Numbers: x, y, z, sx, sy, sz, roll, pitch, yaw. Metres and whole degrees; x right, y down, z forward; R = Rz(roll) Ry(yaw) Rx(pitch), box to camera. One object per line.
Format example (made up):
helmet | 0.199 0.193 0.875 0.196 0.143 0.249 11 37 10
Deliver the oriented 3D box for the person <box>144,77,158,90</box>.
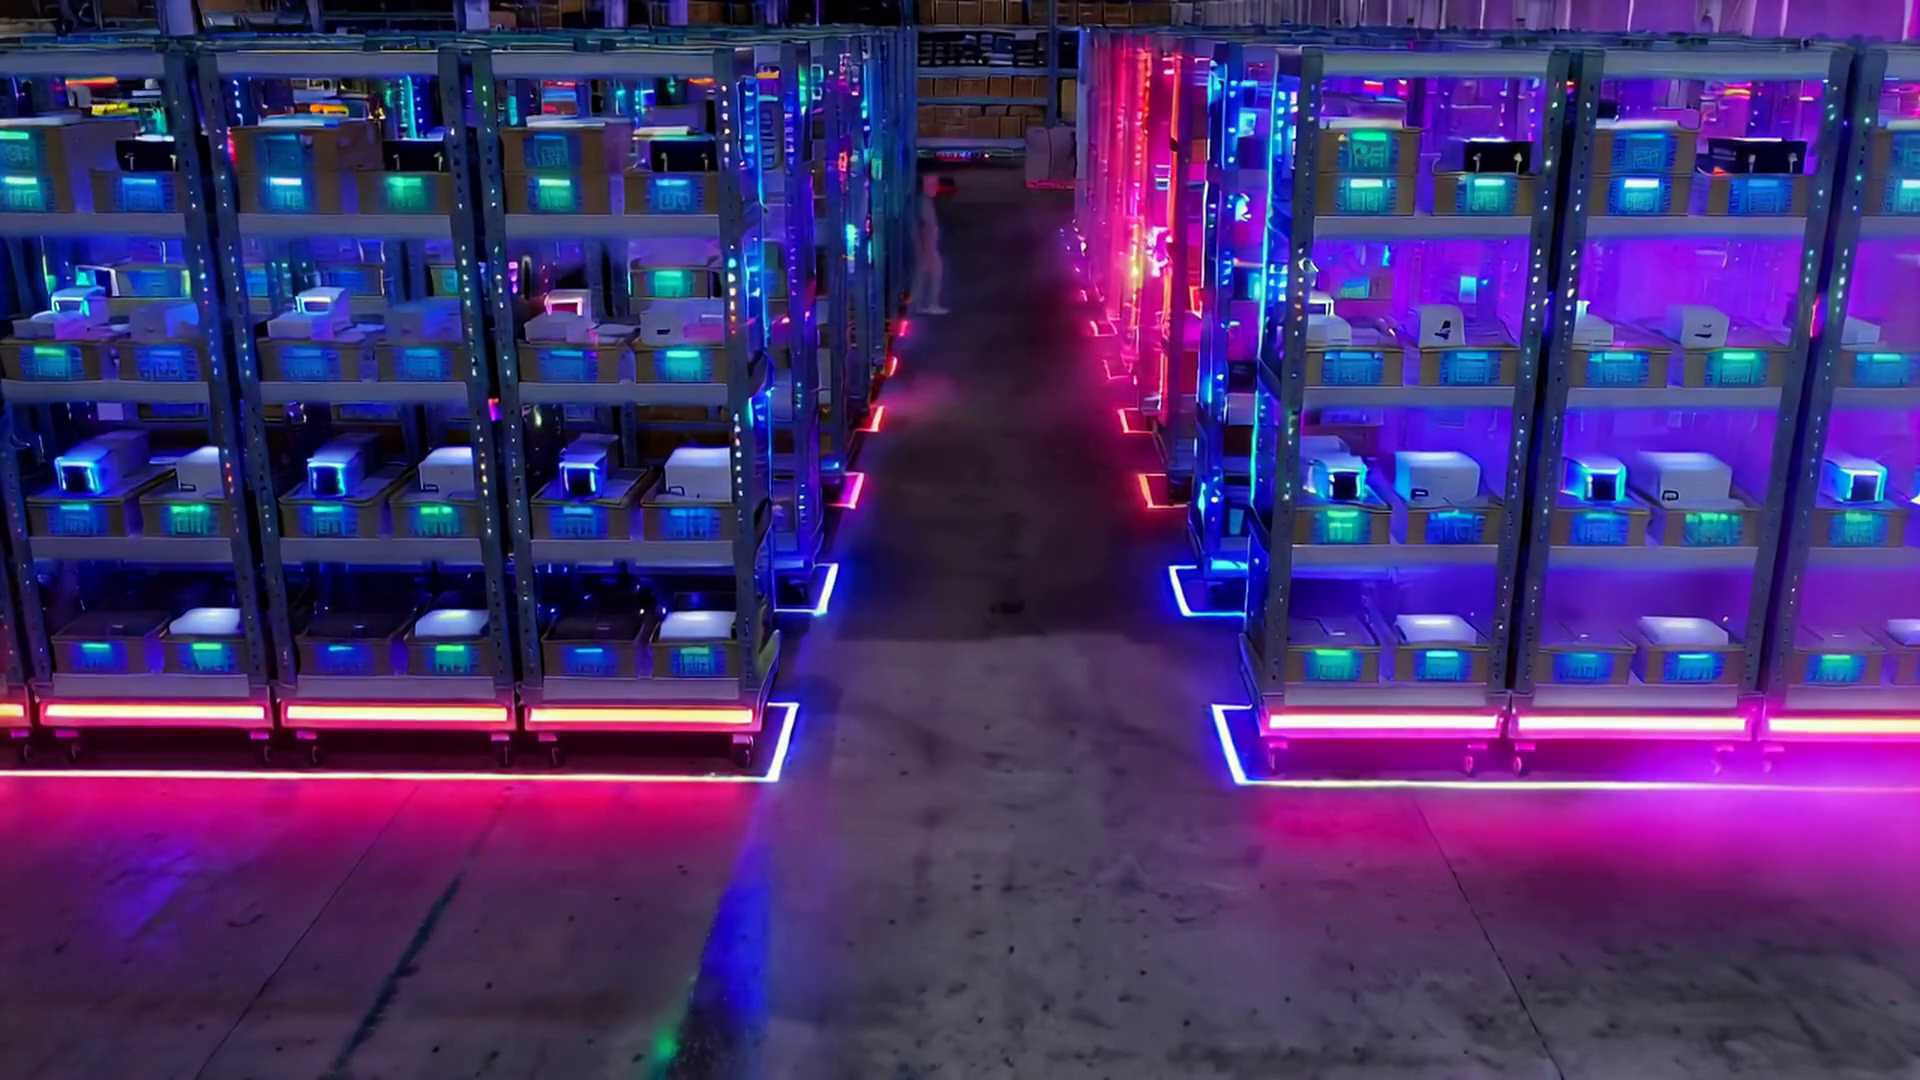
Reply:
person | -25.991 -13.987 53.807 0.653 1.912 0.691 9 19 26

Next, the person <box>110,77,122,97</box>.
person | -28.216 -14.444 55.306 0.781 1.879 0.680 10 20 29

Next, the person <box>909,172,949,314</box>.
person | -0.360 -3.850 21.646 0.634 1.817 0.601 -2 17 -5
